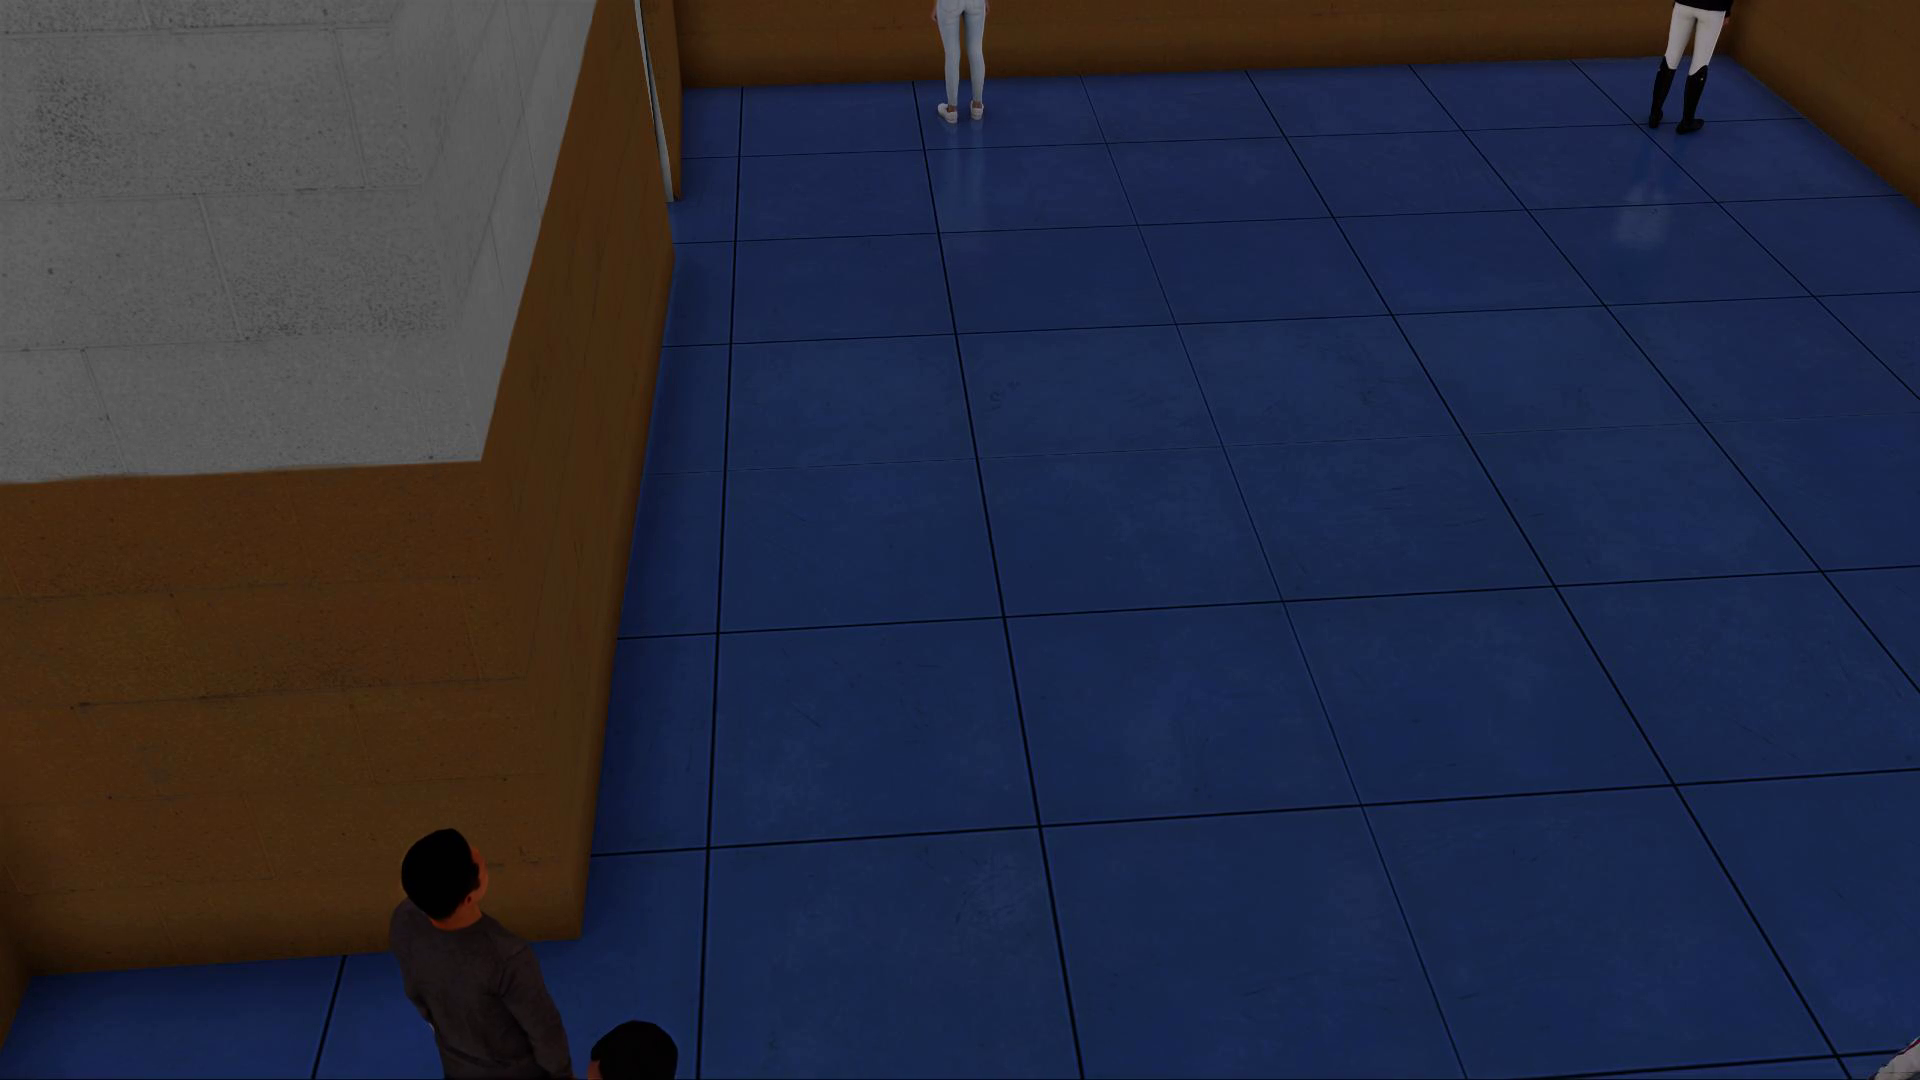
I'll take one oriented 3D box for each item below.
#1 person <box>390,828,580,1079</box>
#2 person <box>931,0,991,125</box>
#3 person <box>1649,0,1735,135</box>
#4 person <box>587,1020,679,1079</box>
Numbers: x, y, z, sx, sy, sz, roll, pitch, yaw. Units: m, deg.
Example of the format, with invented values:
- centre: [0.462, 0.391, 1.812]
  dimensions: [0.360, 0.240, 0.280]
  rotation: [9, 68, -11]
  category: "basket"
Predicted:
- centre: [-1.358, 1.495, 4.813]
  dimensions: [0.648, 1.766, 0.781]
  rotation: [-12, 38, -15]
  category: "person"
- centre: [0.011, -3.881, 11.989]
  dimensions: [0.541, 1.750, 0.679]
  rotation: [-8, 38, -11]
  category: "person"
- centre: [5.262, -3.761, 11.833]
  dimensions: [0.662, 1.729, 0.722]
  rotation: [27, 44, 31]
  category: "person"
- centre: [-0.777, 1.845, 4.367]
  dimensions: [0.666, 1.743, 0.715]
  rotation: [29, 46, 33]
  category: "person"
